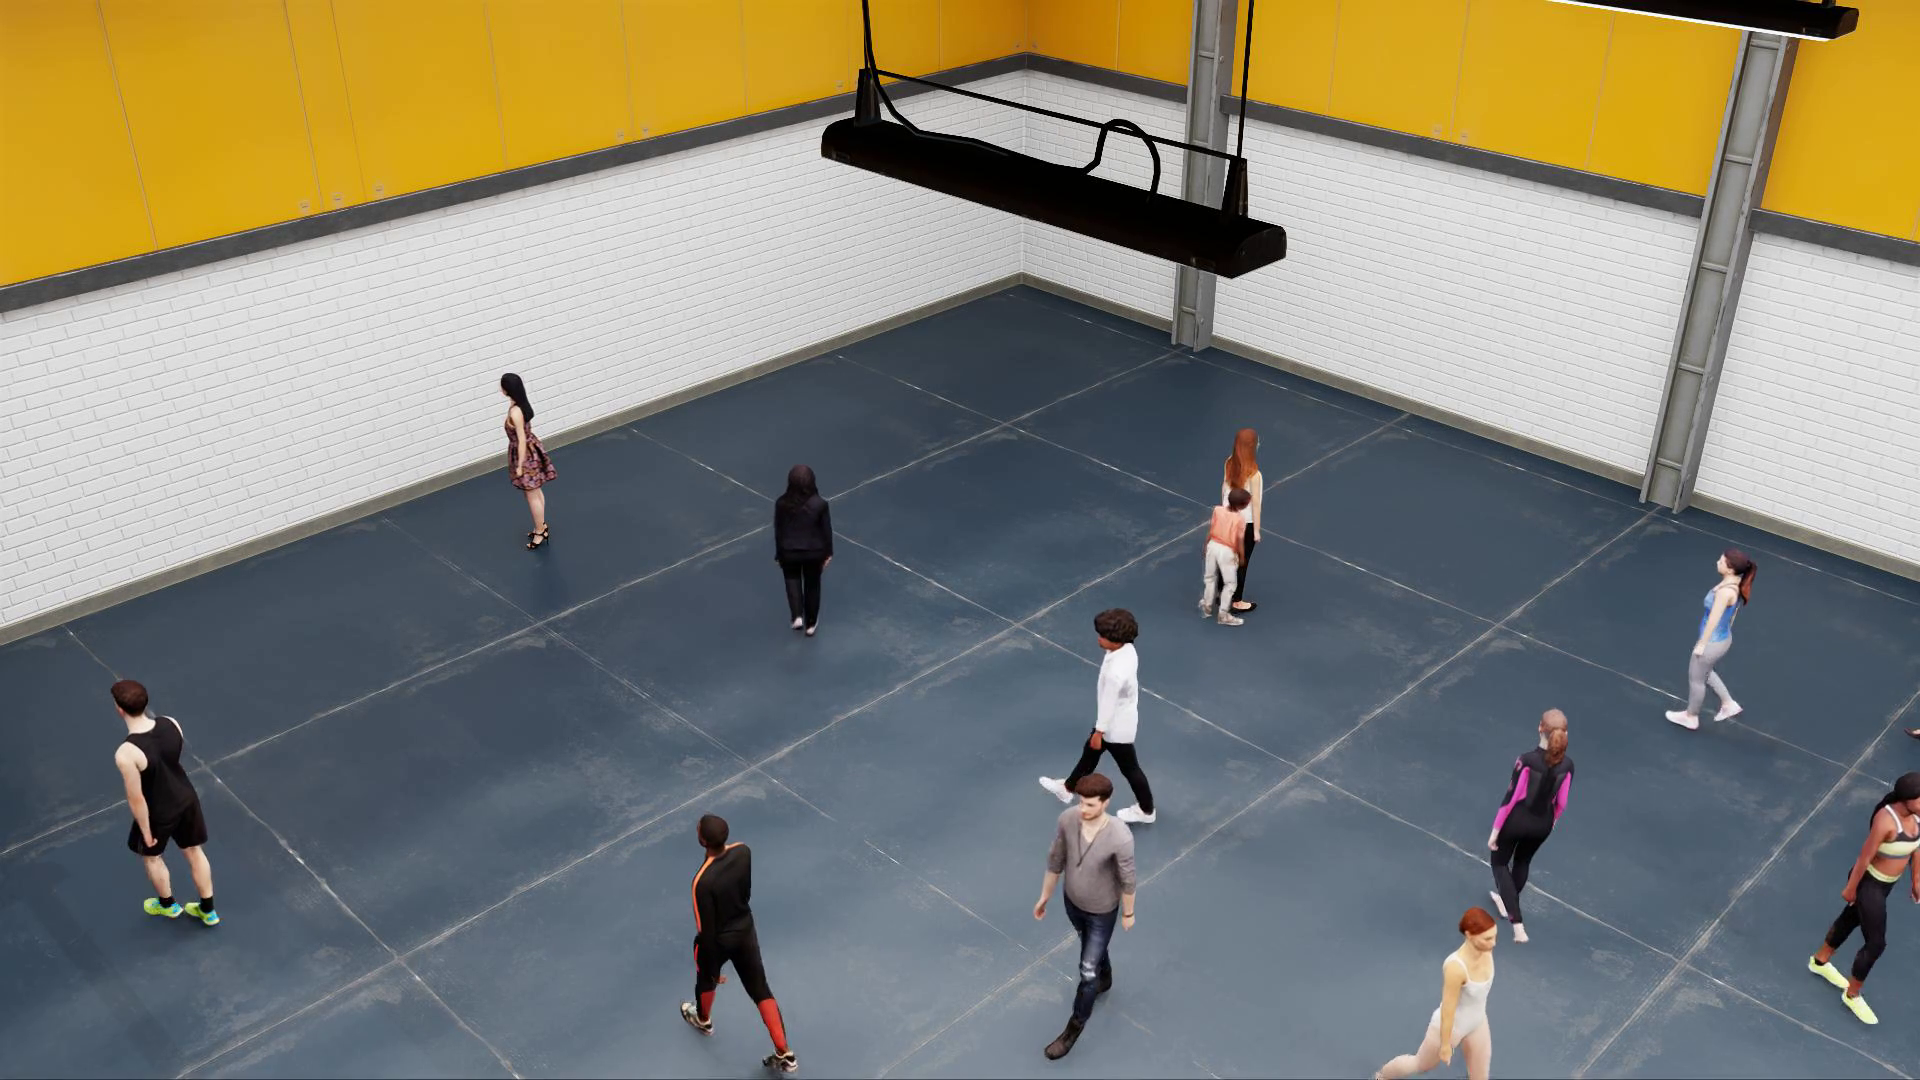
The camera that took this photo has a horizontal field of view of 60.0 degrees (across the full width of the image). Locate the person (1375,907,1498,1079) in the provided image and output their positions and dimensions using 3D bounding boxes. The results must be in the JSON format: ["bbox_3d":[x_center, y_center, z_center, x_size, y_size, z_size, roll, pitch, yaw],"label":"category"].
[{"bbox_3d":[2.730,2.706,9.397,0.611,1.604,1.071,-23,36,-35],"label":"person"}]

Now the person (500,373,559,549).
[{"bbox_3d":[-4.063,-0.749,15.553,0.866,1.775,0.798,-3,29,-5],"label":"person"}]

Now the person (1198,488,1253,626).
[{"bbox_3d":[2.264,0.100,14.501,0.444,1.293,0.732,12,31,21],"label":"person"}]

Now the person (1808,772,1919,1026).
[{"bbox_3d":[5.618,2.097,10.379,0.682,1.733,0.847,-18,33,-29],"label":"person"}]

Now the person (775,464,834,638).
[{"bbox_3d":[-1.336,0.143,14.095,0.819,1.605,0.877,-1,29,-2],"label":"person"}]

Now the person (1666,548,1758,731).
[{"bbox_3d":[5.899,0.805,12.887,0.782,1.599,0.618,20,35,32],"label":"person"}]

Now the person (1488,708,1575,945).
[{"bbox_3d":[3.654,1.865,10.812,0.998,1.725,1.066,0,29,0],"label":"person"}]

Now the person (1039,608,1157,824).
[{"bbox_3d":[1.195,1.300,11.815,1.202,1.757,1.039,6,29,10],"label":"person"}]

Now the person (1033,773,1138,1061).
[{"bbox_3d":[0.854,2.156,10.132,1.015,1.867,0.773,24,37,37],"label":"person"}]

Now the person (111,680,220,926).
[{"bbox_3d":[-5.121,1.759,10.854,0.890,1.871,0.811,14,32,24],"label":"person"}]

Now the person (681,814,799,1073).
[{"bbox_3d":[-1.294,2.394,9.797,1.186,1.769,0.616,24,37,37],"label":"person"}]

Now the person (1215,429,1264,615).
[{"bbox_3d":[2.444,-0.173,14.555,0.685,1.720,0.500,-18,33,-29],"label":"person"}]
